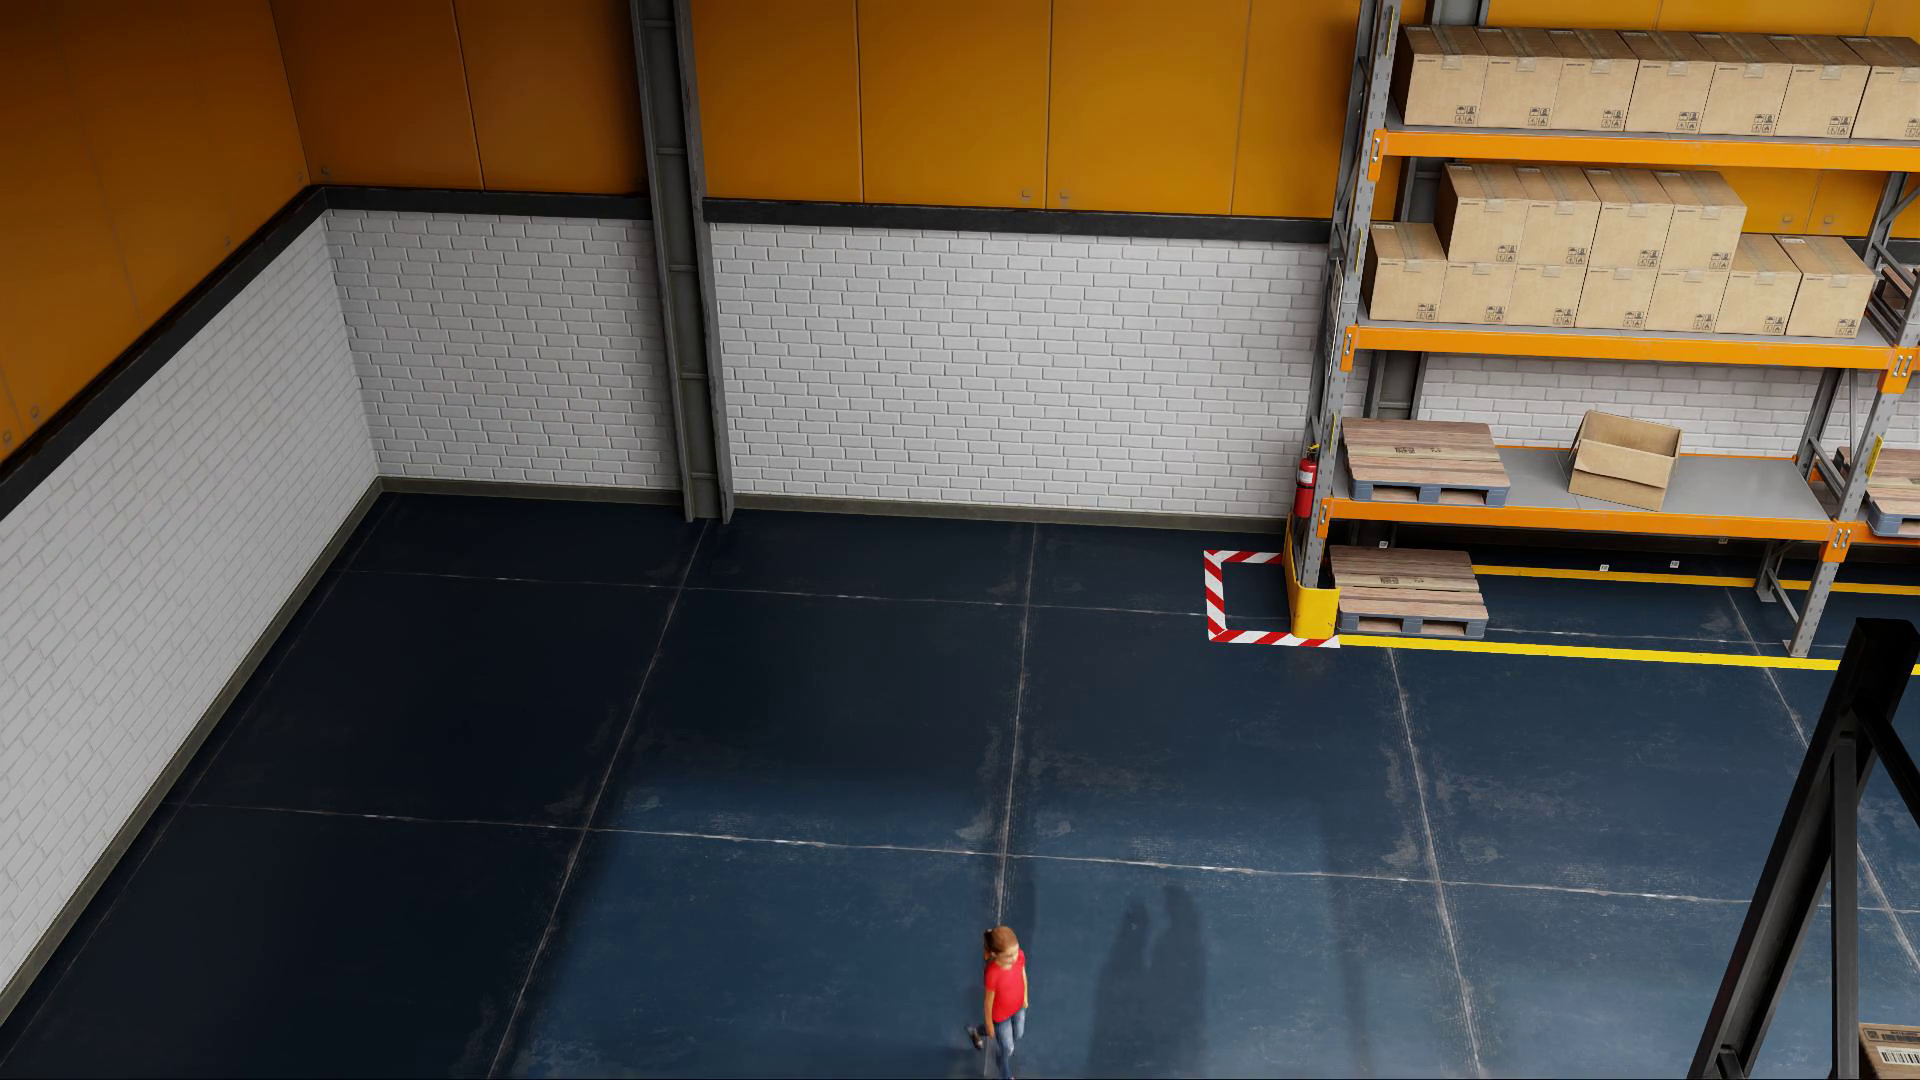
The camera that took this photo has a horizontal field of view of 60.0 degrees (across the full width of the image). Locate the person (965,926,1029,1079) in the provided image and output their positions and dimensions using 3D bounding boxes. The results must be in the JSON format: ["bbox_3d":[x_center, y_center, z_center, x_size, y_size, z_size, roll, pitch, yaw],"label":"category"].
[{"bbox_3d":[0.221,2.713,9.746,0.827,1.293,0.730,27,42,35],"label":"person"}]
